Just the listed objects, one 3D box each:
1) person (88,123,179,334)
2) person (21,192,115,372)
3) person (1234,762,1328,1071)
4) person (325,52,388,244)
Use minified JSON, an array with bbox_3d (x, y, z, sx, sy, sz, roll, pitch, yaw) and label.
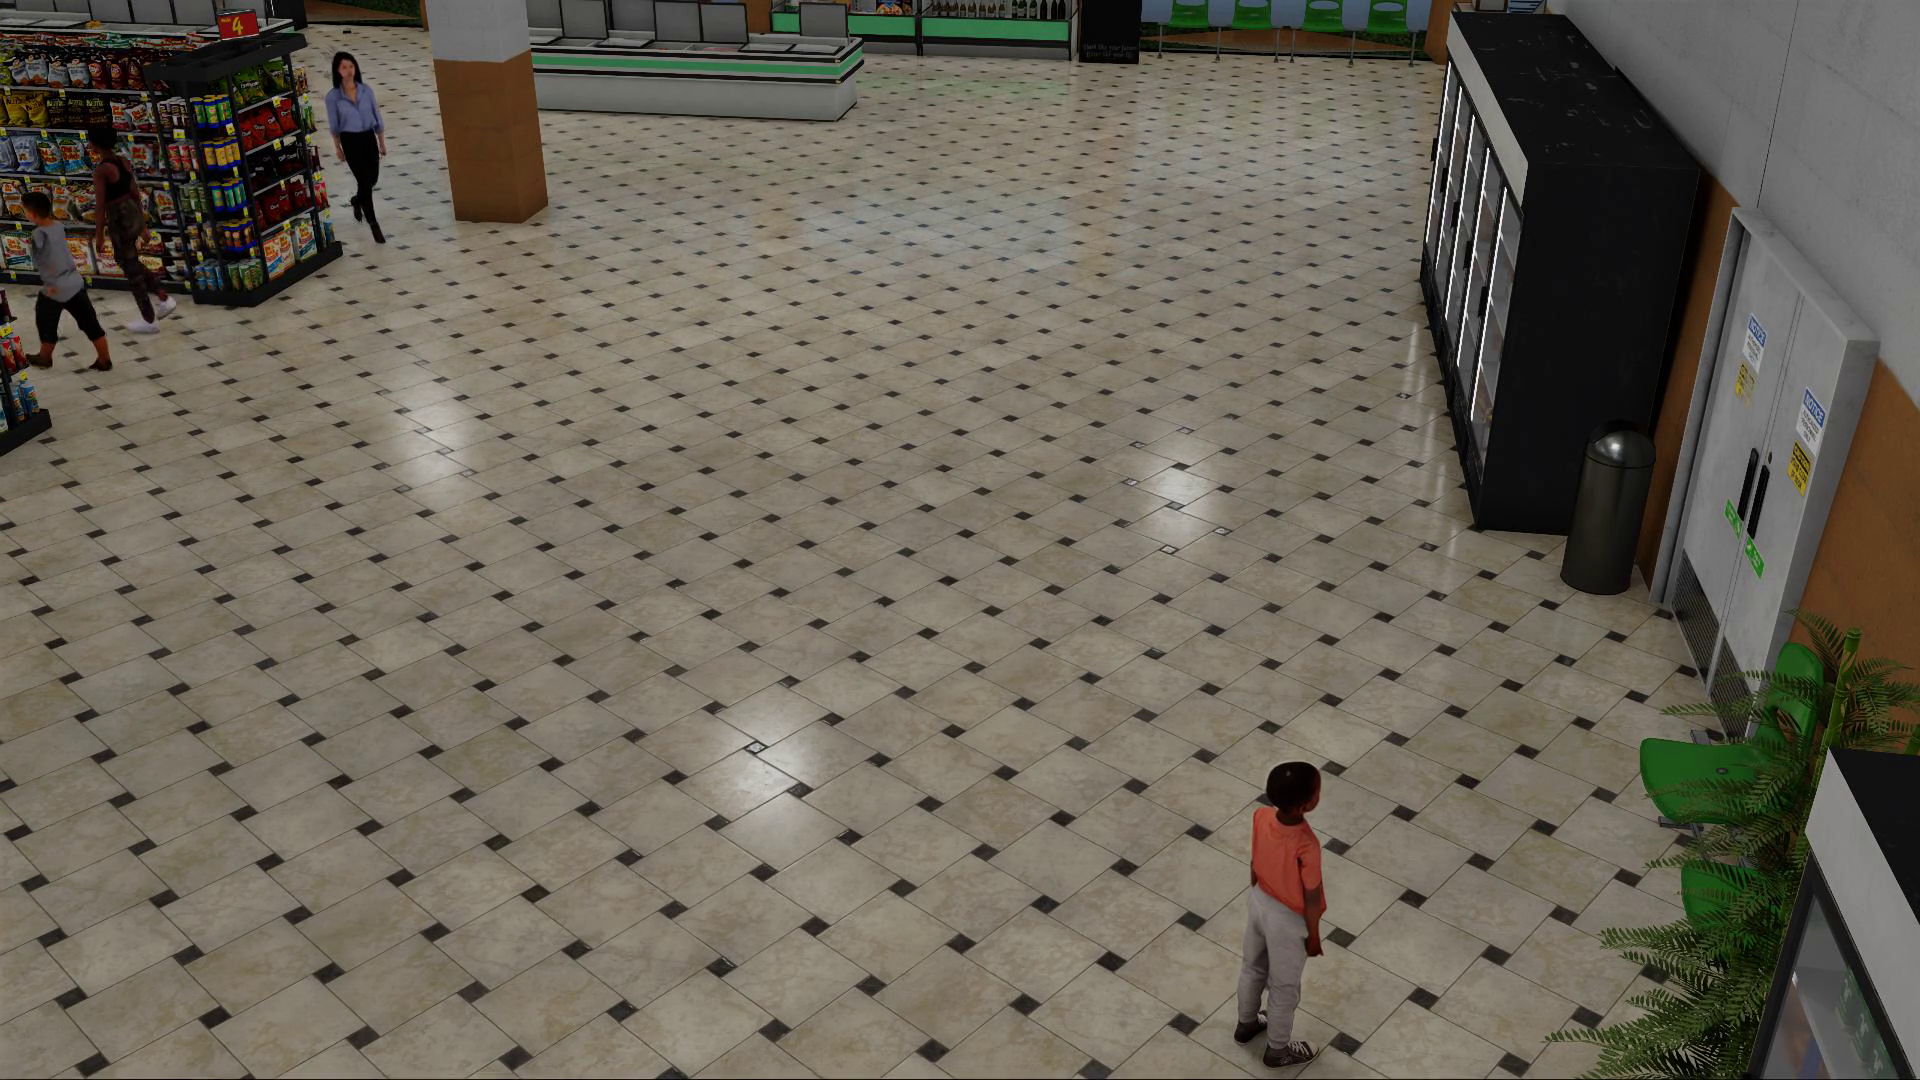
[{"bbox_3d":[-6.551,-2.460,13.225,0.694,1.686,0.612,2,27,5],"label":"person"},{"bbox_3d":[-6.706,-1.953,12.510,0.927,1.428,0.612,5,27,11],"label":"person"},{"bbox_3d":[1.174,1.364,6.097,0.622,1.311,0.568,-16,31,-28],"label":"person"},{"bbox_3d":[-5.661,-3.690,15.617,1.071,1.715,1.164,-21,33,-35],"label":"person"}]
